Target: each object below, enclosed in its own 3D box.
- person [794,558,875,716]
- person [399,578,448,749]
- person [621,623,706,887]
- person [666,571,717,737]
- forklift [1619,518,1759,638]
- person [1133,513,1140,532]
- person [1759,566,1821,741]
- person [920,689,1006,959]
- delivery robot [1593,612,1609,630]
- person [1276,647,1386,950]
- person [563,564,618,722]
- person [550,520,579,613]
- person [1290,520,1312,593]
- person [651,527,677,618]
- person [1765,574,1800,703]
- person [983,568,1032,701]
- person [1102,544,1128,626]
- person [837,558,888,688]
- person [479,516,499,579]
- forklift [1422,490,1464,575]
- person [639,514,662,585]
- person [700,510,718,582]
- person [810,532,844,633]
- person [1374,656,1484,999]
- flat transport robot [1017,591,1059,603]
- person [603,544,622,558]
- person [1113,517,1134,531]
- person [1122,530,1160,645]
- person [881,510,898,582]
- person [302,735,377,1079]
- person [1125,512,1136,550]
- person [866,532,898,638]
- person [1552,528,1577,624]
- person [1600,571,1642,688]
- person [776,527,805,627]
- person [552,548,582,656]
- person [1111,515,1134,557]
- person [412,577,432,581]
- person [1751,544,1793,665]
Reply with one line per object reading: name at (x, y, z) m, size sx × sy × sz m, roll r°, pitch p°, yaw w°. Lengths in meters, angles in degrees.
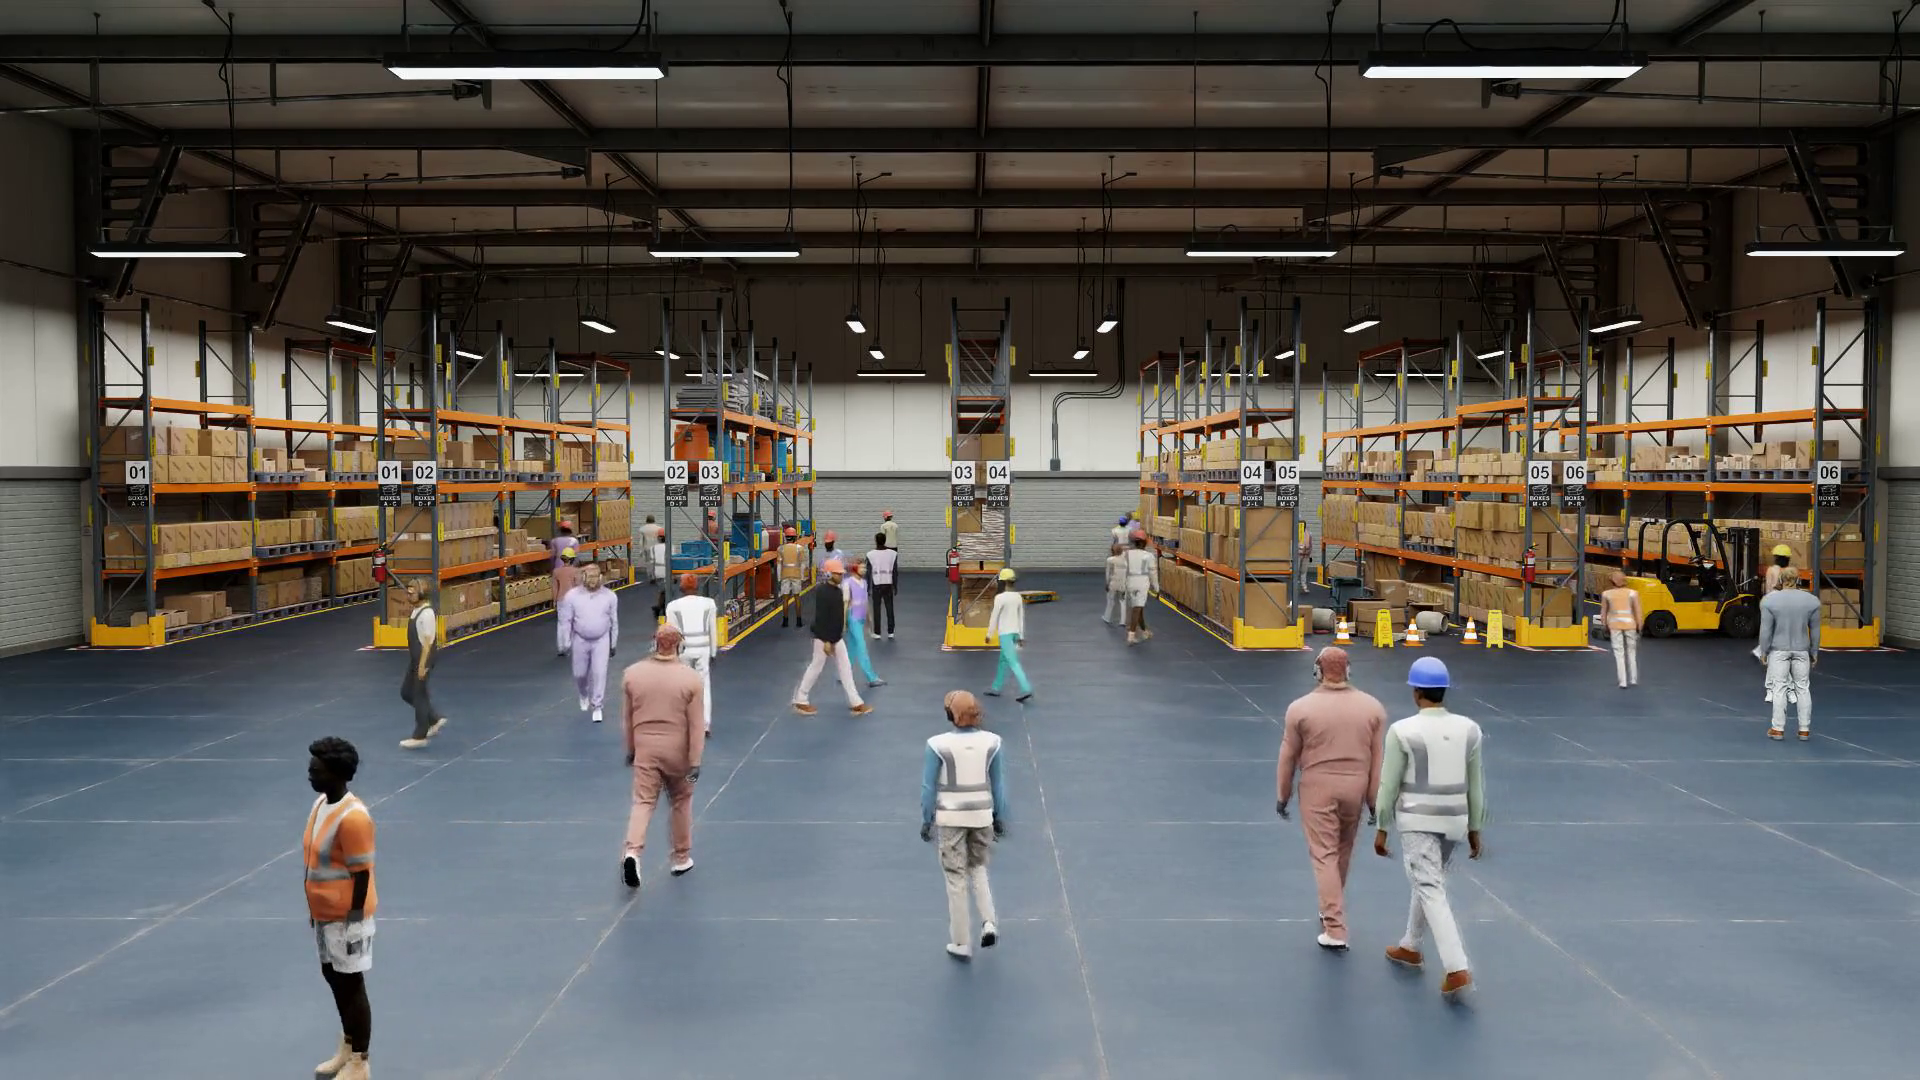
person at (-1.593, 1.188, 19.803) m, size 1.046 × 1.939 × 0.652 m, roll 1°, pitch 2°, yaw 23°
person at (-5.835, 1.327, 17.479) m, size 0.437 × 1.834 × 0.547 m, roll -1°, pitch 3°, yaw -31°
person at (-2.164, 1.540, 11.717) m, size 0.653 × 1.879 × 0.876 m, roll 0°, pitch 2°, yaw 7°
person at (-3.025, 1.293, 18.234) m, size 0.582 × 1.894 × 0.561 m, roll -1°, pitch 2°, yaw -16°
forklift at (13.417, 0.684, 29.791) m, size 2.313 × 2.155 × 1.214 m, roll 0°, pitch 2°, yaw 0°
person at (5.305, 0.101, 48.415) m, size 0.588 × 1.834 × 0.403 m, roll -2°, pitch 3°, yaw -37°
person at (9.252, 1.261, 18.024) m, size 0.629 × 1.931 × 0.372 m, roll 1°, pitch 2°, yaw 13°
person at (0.011, 1.733, 9.897) m, size 0.514 × 1.627 × 0.364 m, roll -1°, pitch 2°, yaw -24°
delivery robot at (11.747, 1.473, 29.102) m, size 0.477 × 0.478 × 0.707 m, roll -1°, pitch 2°, yaw -16°
person at (2.347, 1.622, 10.270) m, size 0.656 × 1.878 × 0.927 m, roll 0°, pitch 2°, yaw -7°
person at (-4.464, 1.219, 19.552) m, size 0.655 × 1.889 × 0.710 m, roll 0°, pitch 2°, yaw -11°
person at (-8.339, 0.588, 33.997) m, size 0.616 × 2.018 × 0.868 m, roll 0°, pitch 2°, yaw 1°
person at (8.561, 0.412, 40.481) m, size 0.624 × 1.845 × 0.430 m, roll -1°, pitch 2°, yaw -15°
person at (-5.975, 0.693, 32.437) m, size 0.567 × 1.922 × 0.638 m, roll 1°, pitch 2°, yaw 24°
person at (10.702, 1.240, 20.952) m, size 0.484 × 1.737 × 0.307 m, roll 1°, pitch 2°, yaw 22°
person at (0.647, 1.231, 21.242) m, size 0.888 × 1.727 × 0.522 m, roll 2°, pitch 3°, yaw 37°
person at (3.069, 0.882, 31.701) m, size 0.543 × 1.585 × 0.867 m, roll -1°, pitch 2°, yaw -17°
person at (-1.384, 1.148, 22.520) m, size 0.884 × 1.799 × 0.591 m, roll 1°, pitch 2°, yaw 23°
person at (-12.002, 0.341, 41.510) m, size 0.658 × 1.906 × 1.032 m, roll 2°, pitch 3°, yaw 40°
forklift at (13.926, -0.371, 47.846) m, size 1.873 × 2.768 × 1.129 m, roll 0°, pitch 2°, yaw 0°
person at (-8.287, 0.260, 43.280) m, size 0.642 × 1.927 × 0.644 m, roll 0°, pitch 2°, yaw 0°
person at (-6.871, 0.171, 44.681) m, size 0.623 × 1.990 × 0.388 m, roll 0°, pitch 2°, yaw 10°
person at (-2.444, 0.806, 29.906) m, size 0.576 × 1.887 × 0.965 m, roll 1°, pitch 2°, yaw 22°
person at (2.720, 1.626, 9.301) m, size 0.625 × 1.908 × 0.977 m, roll -1°, pitch 2°, yaw -18°
flat transport robot at (1.655, 1.316, 37.723) m, size 0.652 × 0.197 × 1.431 m, roll 2°, pitch 3°, yaw 37°
person at (-10.317, 0.119, 47.941) m, size 0.586 × 1.835 × 0.404 m, roll -1°, pitch 3°, yaw -28°
person at (4.497, 0.267, 44.473) m, size 0.641 × 1.825 × 0.505 m, roll 1°, pitch 3°, yaw 26°
person at (3.166, 0.826, 28.344) m, size 0.633 × 1.987 × 1.070 m, roll 2°, pitch 3°, yaw 34°
person at (-1.984, 0.170, 44.820) m, size 0.625 × 1.986 × 0.409 m, roll -2°, pitch 3°, yaw -43°
person at (-2.994, 1.783, 7.777) m, size 0.316 × 1.695 × 0.541 m, roll -2°, pitch 3°, yaw -40°
person at (4.947, 0.114, 47.429) m, size 1.043 × 1.883 × 0.648 m, roll 1°, pitch 2°, yaw 24°
person at (-1.411, 0.820, 29.299) m, size 0.594 × 1.916 × 0.387 m, roll -1°, pitch 2°, yaw -17°
person at (12.006, 0.724, 31.896) m, size 0.550 × 1.916 × 0.805 m, roll 0°, pitch 2°, yaw 8°
person at (9.187, 1.243, 22.439) m, size 0.538 × 1.606 × 0.523 m, roll 1°, pitch 2°, yaw 18°
person at (-3.304, 0.724, 31.489) m, size 0.546 × 1.934 × 0.376 m, roll 0°, pitch 2°, yaw -5°
person at (-6.401, 1.010, 26.372) m, size 0.524 × 1.769 × 0.314 m, roll 1°, pitch 2°, yaw 12°
person at (4.176, 0.333, 41.379) m, size 0.611 × 1.930 × 0.627 m, roll 0°, pitch 2°, yaw 0°
person at (-10.988, 0.715, 33.187) m, size 0.537 × 1.828 × 0.987 m, roll 0°, pitch 2°, yaw 1°
person at (12.383, 1.014, 24.400) m, size 0.619 × 1.914 × 0.606 m, roll 1°, pitch 2°, yaw 14°
